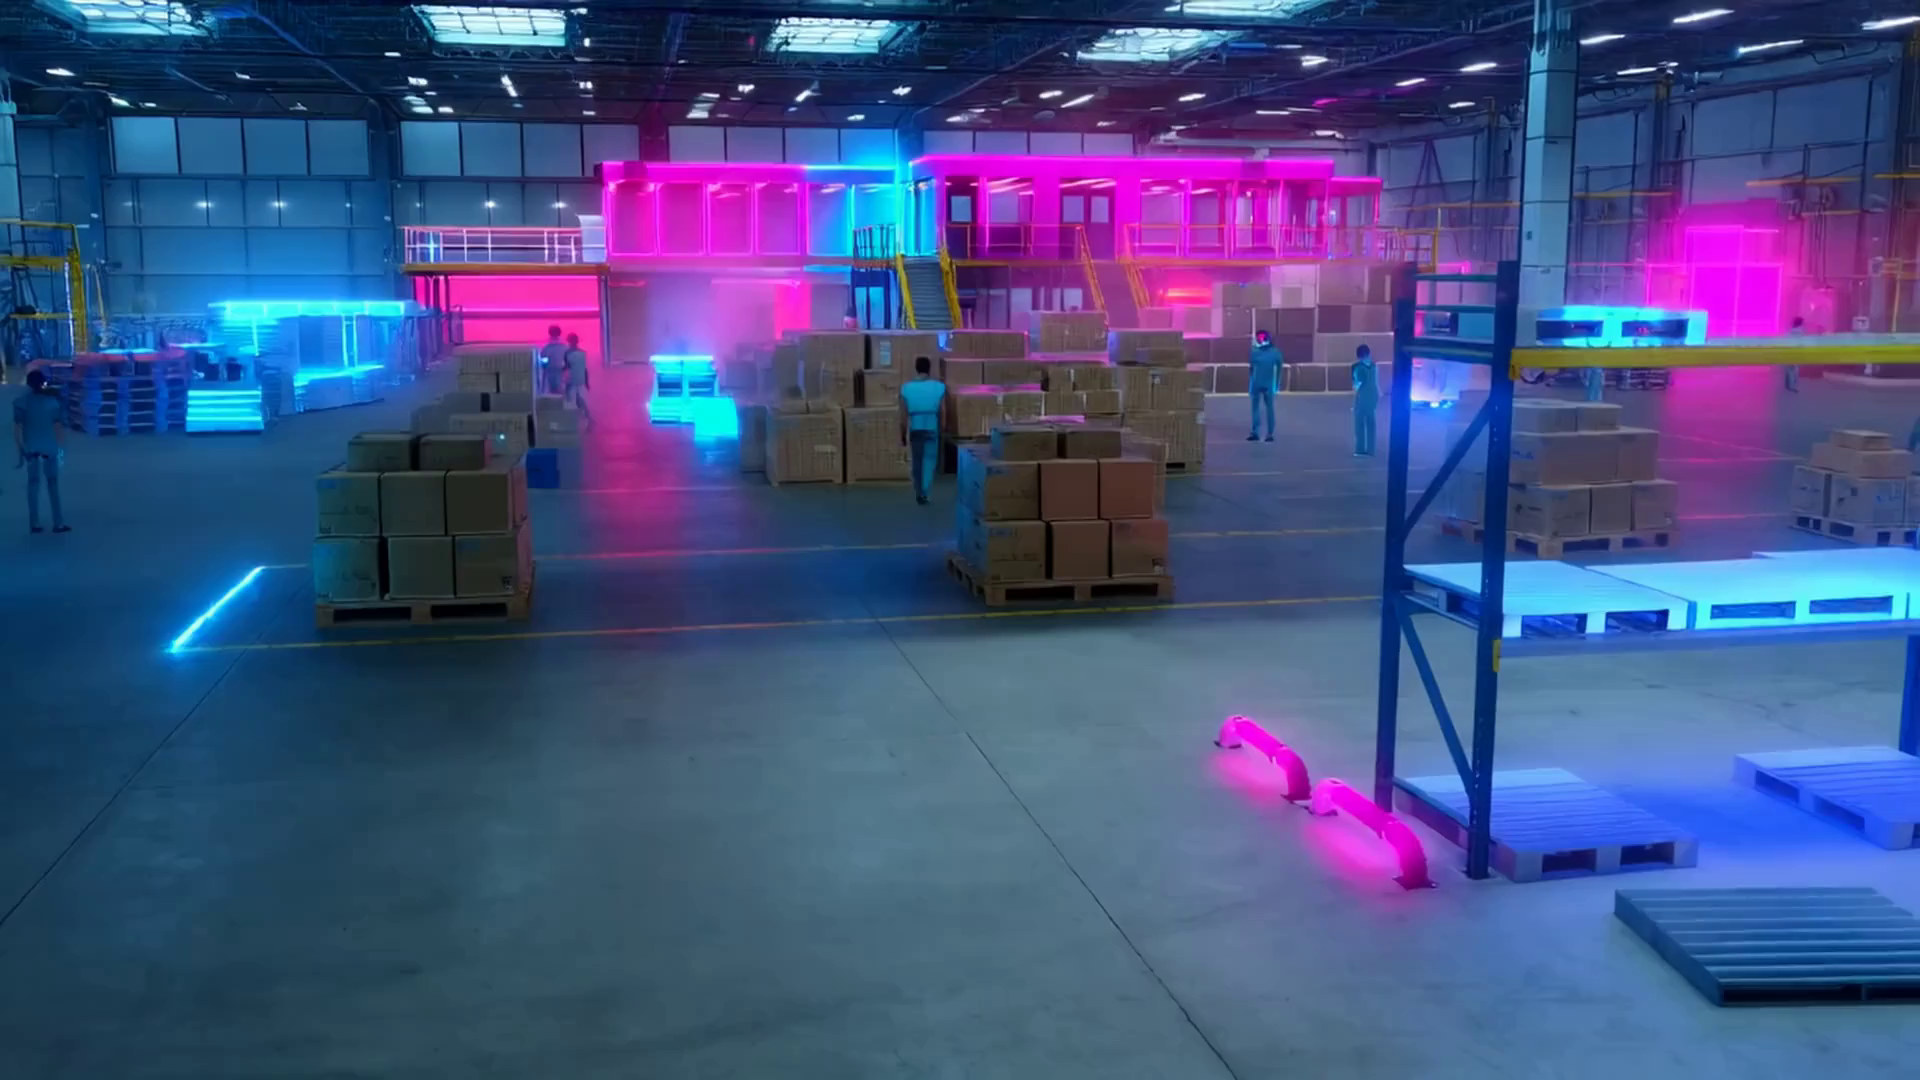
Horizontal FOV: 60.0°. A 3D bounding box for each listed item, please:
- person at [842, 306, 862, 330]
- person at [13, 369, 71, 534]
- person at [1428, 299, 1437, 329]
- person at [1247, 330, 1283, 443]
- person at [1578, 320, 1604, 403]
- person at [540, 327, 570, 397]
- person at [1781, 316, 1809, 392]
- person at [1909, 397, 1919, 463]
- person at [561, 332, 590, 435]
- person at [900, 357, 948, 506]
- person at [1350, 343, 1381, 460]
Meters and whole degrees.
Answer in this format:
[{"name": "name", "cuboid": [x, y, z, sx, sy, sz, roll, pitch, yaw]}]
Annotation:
[{"name": "person", "cuboid": [-3.225, -6.066, 49.711, 0.575, 1.865, 0.477, -1, 9, -7]}, {"name": "person", "cuboid": [-10.372, -0.990, 18.752, 0.557, 1.865, 0.312, -2, 9, -11]}, {"name": "person", "cuboid": [15.714, -7.093, 55.718, 0.602, 1.954, 1.030, -5, 11, -29]}, {"name": "person", "cuboid": [5.229, -2.645, 28.609, 0.632, 1.939, 0.368, 7, 12, 38]}, {"name": "person", "cuboid": [12.860, -3.508, 33.838, 0.604, 1.949, 0.389, -4, 10, -21]}, {"name": "person", "cuboid": [-7.502, -2.987, 30.843, 0.568, 1.884, 0.967, -4, 10, -25]}, {"name": "person", "cuboid": [20.118, -4.492, 40.229, 0.686, 1.827, 0.538, 7, 12, 37]}, {"name": "person", "cuboid": [14.389, -1.872, 24.596, 0.822, 1.710, 0.487, -2, 9, -10]}, {"name": "person", "cuboid": [-6.871, -2.780, 29.687, 0.420, 1.853, 0.532, 8, 12, 40]}, {"name": "person", "cuboid": [-0.463, -1.374, 21.077, 0.593, 1.880, 0.963, 1, 9, 5]}, {"name": "person", "cuboid": [6.358, -2.174, 26.098, 0.522, 1.826, 0.392, -4, 10, -21]}]
